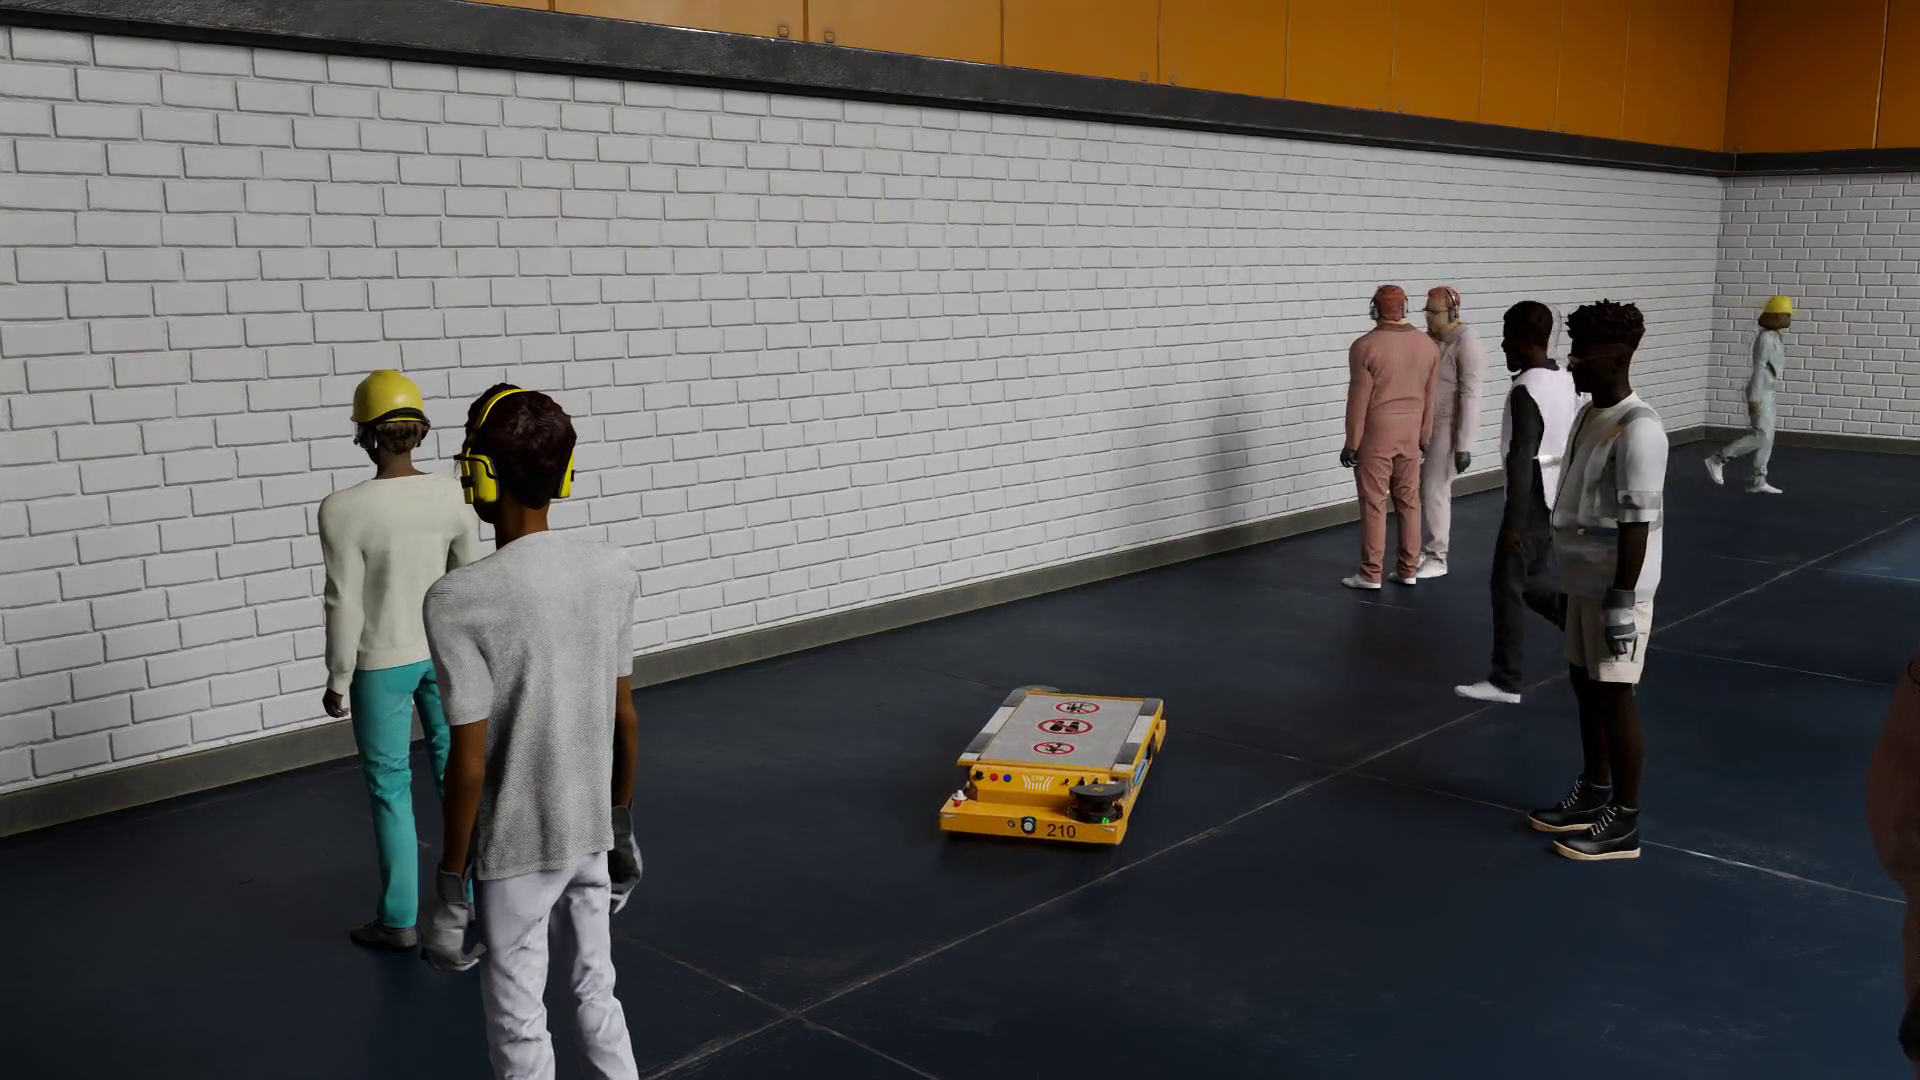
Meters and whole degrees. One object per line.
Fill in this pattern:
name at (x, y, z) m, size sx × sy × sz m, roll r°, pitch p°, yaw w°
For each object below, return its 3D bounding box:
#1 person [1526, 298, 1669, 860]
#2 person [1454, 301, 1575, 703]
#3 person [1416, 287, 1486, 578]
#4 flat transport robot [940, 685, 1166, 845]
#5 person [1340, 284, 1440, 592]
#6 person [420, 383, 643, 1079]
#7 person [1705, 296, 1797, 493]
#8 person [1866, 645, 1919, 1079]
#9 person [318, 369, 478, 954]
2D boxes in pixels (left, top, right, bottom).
person at (2.253, 0.140, 5.836) m, size 0.375 × 1.958 × 0.598 m, roll 1°, pitch 10°, yaw 5°
person at (2.707, -0.151, 7.670) m, size 0.661 × 1.895 × 0.591 m, roll 6°, pitch 12°, yaw 33°
person at (3.071, -0.683, 10.802) m, size 0.457 × 1.897 × 0.673 m, roll -3°, pitch 10°, yaw -16°
flat transport robot at (0.409, 0.851, 6.571) m, size 0.652 × 0.197 × 1.431 m, roll 2°, pitch 10°, yaw 13°
person at (2.647, -0.634, 10.379) m, size 0.646 × 1.904 × 0.401 m, roll -4°, pitch 11°, yaw -22°
person at (-0.847, 0.626, 3.304) m, size 0.323 × 1.871 × 0.530 m, roll 6°, pitch 12°, yaw 33°
person at (6.903, -1.257, 14.448) m, size 0.557 × 1.729 × 0.496 m, roll 7°, pitch 12°, yaw 33°
person at (1.803, 0.677, 2.935) m, size 0.643 × 1.901 × 0.400 m, roll -10°, pitch 14°, yaw -43°
person at (-1.699, 0.367, 5.072) m, size 0.311 × 1.768 × 0.533 m, roll 8°, pitch 13°, yaw 38°
